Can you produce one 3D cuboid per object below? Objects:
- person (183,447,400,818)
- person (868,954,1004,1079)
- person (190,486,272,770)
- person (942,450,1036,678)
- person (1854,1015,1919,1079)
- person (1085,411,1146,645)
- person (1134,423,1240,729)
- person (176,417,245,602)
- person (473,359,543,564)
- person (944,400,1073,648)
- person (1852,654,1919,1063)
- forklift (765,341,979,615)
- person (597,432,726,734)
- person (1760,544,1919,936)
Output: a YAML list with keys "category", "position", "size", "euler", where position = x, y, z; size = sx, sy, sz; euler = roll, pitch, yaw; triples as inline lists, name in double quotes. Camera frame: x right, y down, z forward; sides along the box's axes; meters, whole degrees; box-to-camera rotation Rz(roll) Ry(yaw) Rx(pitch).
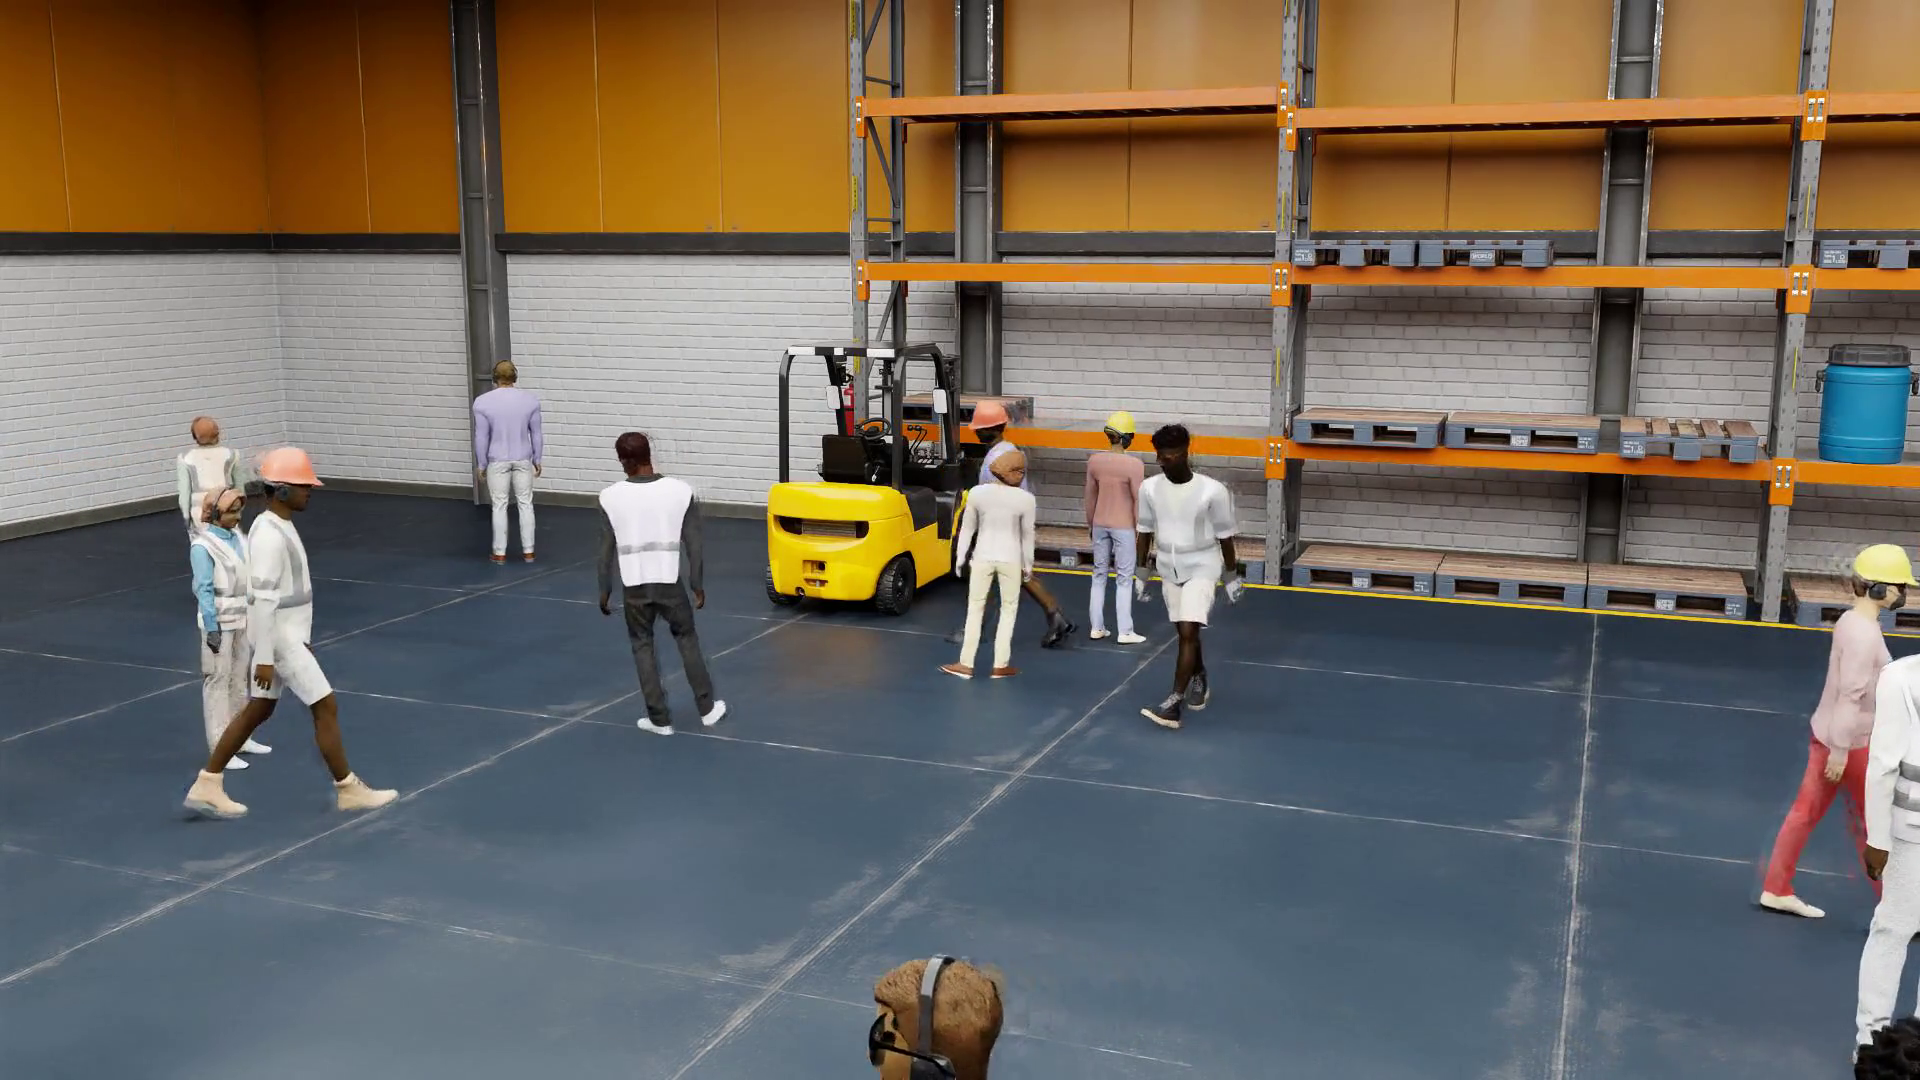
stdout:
- category: "person"
  position: [-3.606, 0.499, 8.730]
  size: [1.056, 1.990, 0.611]
  euler: [-4, 11, -21]
- category: "person"
  position: [-0.001, 1.609, 3.057]
  size: [0.984, 1.796, 0.532]
  euler: [3, 11, 15]
- category: "person"
  position: [-4.251, 0.499, 9.661]
  size: [0.310, 1.640, 0.514]
  euler: [1, 10, 3]
- category: "person"
  position: [0.205, 0.169, 11.615]
  size: [0.654, 1.597, 0.386]
  euler: [2, 10, 11]
- category: "person"
  position: [1.647, 1.660, 3.073]
  size: [0.335, 1.687, 0.538]
  euler: [1, 10, 7]
- category: "person"
  position: [1.194, -0.094, 12.607]
  size: [0.530, 1.767, 0.328]
  euler: [9, 13, 40]
- category: "person"
  position: [1.424, 0.210, 10.507]
  size: [0.644, 1.898, 1.022]
  euler: [7, 12, 35]
- category: "person"
  position: [-6.158, -0.213, 13.709]
  size: [0.511, 1.600, 0.851]
  euler: [-6, 12, -28]
- category: "person"
  position: [-4.259, -0.738, 15.719]
  size: [0.648, 1.937, 0.415]
  euler: [-5, 11, -27]
- category: "person"
  position: [0.378, -0.110, 12.385]
  size: [0.953, 1.892, 0.582]
  euler: [3, 11, 17]
- category: "person"
  position: [3.510, 1.043, 5.943]
  size: [0.585, 1.882, 0.337]
  euler: [-1, 10, -6]
- category: "forklift"
  position: [-0.739, -0.602, 14.246]
  size: [1.214, 2.155, 2.313]
  euler: [4, 11, 21]
- category: "person"
  position: [-1.861, 0.263, 10.299]
  size: [0.764, 1.880, 0.435]
  euler: [-3, 11, -17]
- category: "person"
  position: [4.013, 0.875, 7.290]
  size: [0.867, 1.720, 0.548]
  euler: [4, 11, 21]
